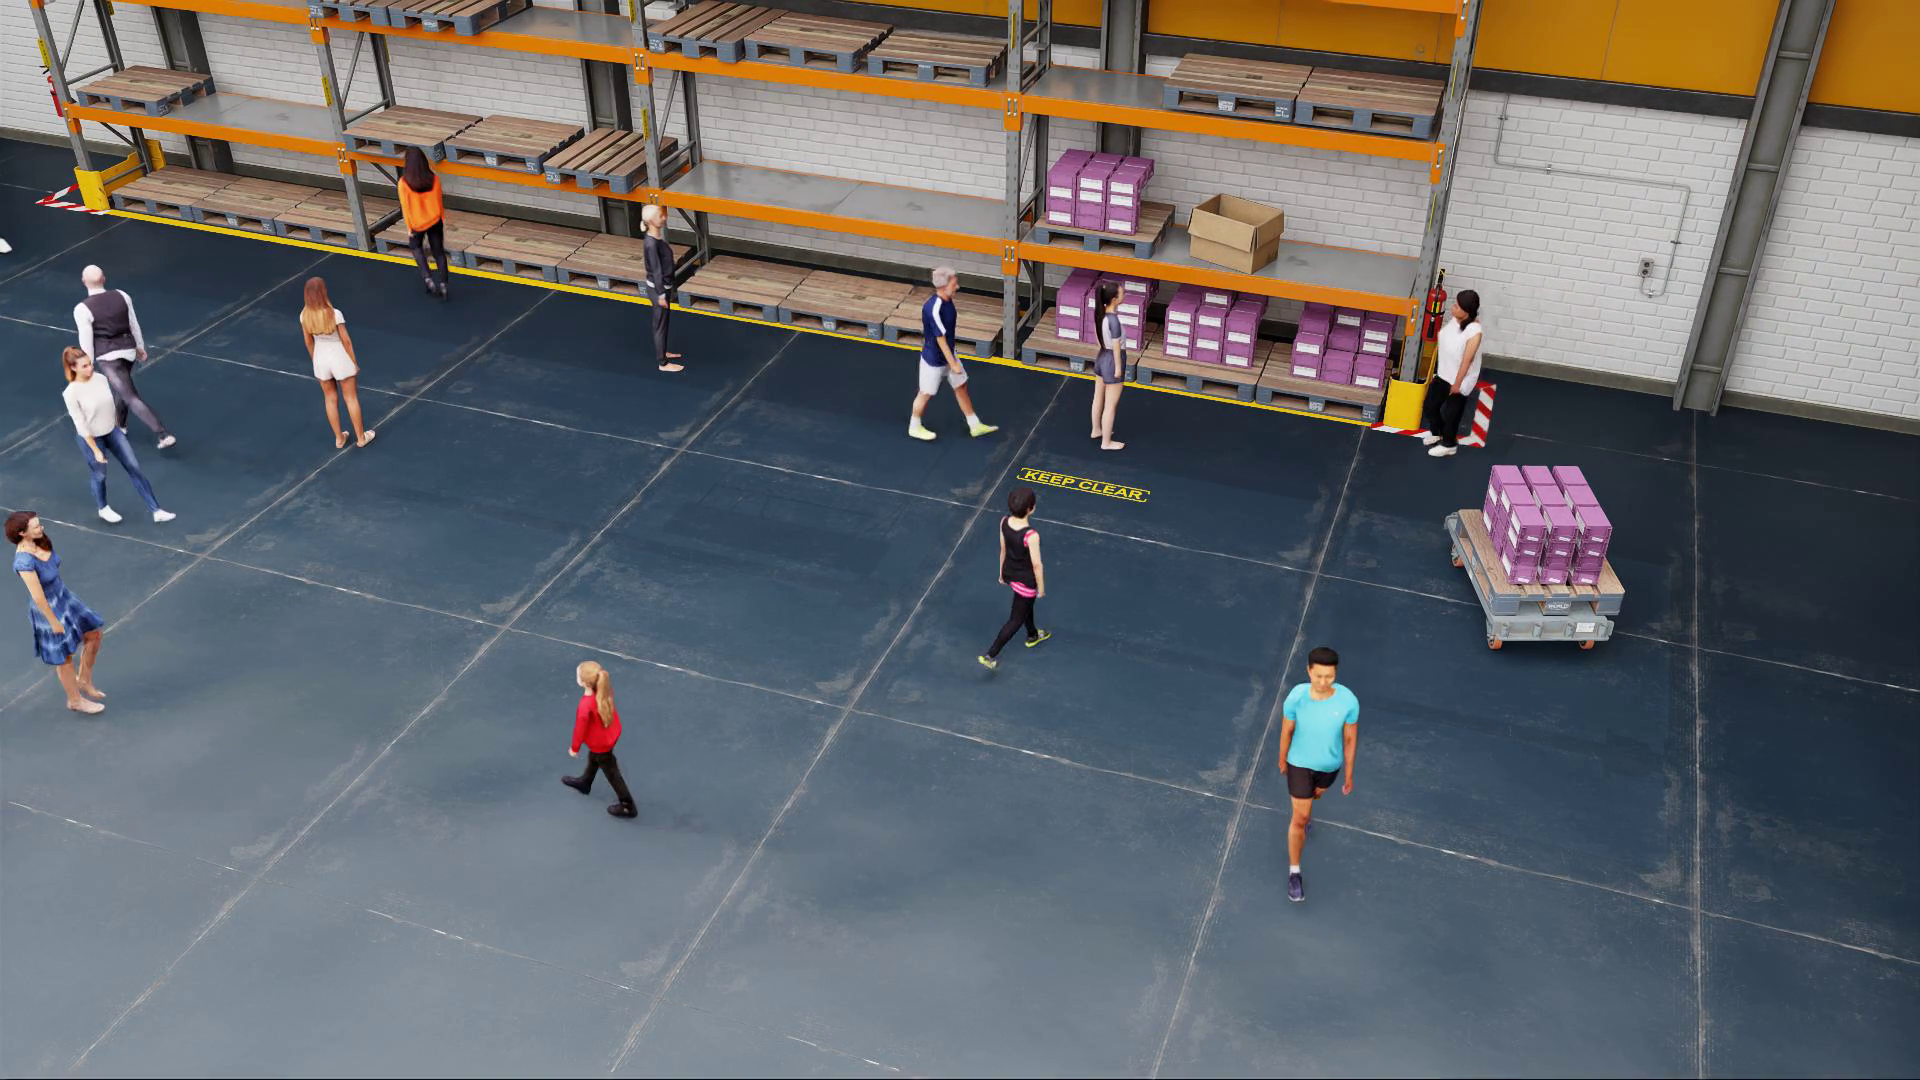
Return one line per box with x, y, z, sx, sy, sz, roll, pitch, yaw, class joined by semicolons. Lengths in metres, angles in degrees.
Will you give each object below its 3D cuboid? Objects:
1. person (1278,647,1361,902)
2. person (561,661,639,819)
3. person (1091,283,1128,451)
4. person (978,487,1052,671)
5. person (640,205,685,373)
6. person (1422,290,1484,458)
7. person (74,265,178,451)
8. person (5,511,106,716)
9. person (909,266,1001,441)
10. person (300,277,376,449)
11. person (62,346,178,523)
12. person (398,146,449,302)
2.296;1.386;10.787;1.167;1.733;0.929;1;34;2;person
-2.372;1.371;11.239;0.854;1.257;0.549;7;34;11;person
1.371;-1.618;15.381;0.718;1.651;0.672;-12;35;-17;person
0.406;0.307;12.600;0.949;1.523;1.023;-24;40;-31;person
-3.032;-2.558;16.727;0.687;1.726;0.684;-6;34;-8;person
4.591;-1.532;15.224;0.759;1.681;0.759;-1;34;-2;person
-7.670;-1.609;15.260;1.335;1.769;0.871;17;37;24;person
-6.584;0.560;11.977;0.873;1.791;0.824;-8;34;-12;person
-0.280;-1.699;15.375;1.060;1.792;0.615;10;35;15;person
-5.796;-1.634;15.363;0.585;1.696;0.694;2;34;3;person
-7.410;-0.863;14.215;1.025;1.683;0.681;16;37;22;person
-5.736;-3.381;17.956;0.740;1.736;0.774;-22;40;-30;person
